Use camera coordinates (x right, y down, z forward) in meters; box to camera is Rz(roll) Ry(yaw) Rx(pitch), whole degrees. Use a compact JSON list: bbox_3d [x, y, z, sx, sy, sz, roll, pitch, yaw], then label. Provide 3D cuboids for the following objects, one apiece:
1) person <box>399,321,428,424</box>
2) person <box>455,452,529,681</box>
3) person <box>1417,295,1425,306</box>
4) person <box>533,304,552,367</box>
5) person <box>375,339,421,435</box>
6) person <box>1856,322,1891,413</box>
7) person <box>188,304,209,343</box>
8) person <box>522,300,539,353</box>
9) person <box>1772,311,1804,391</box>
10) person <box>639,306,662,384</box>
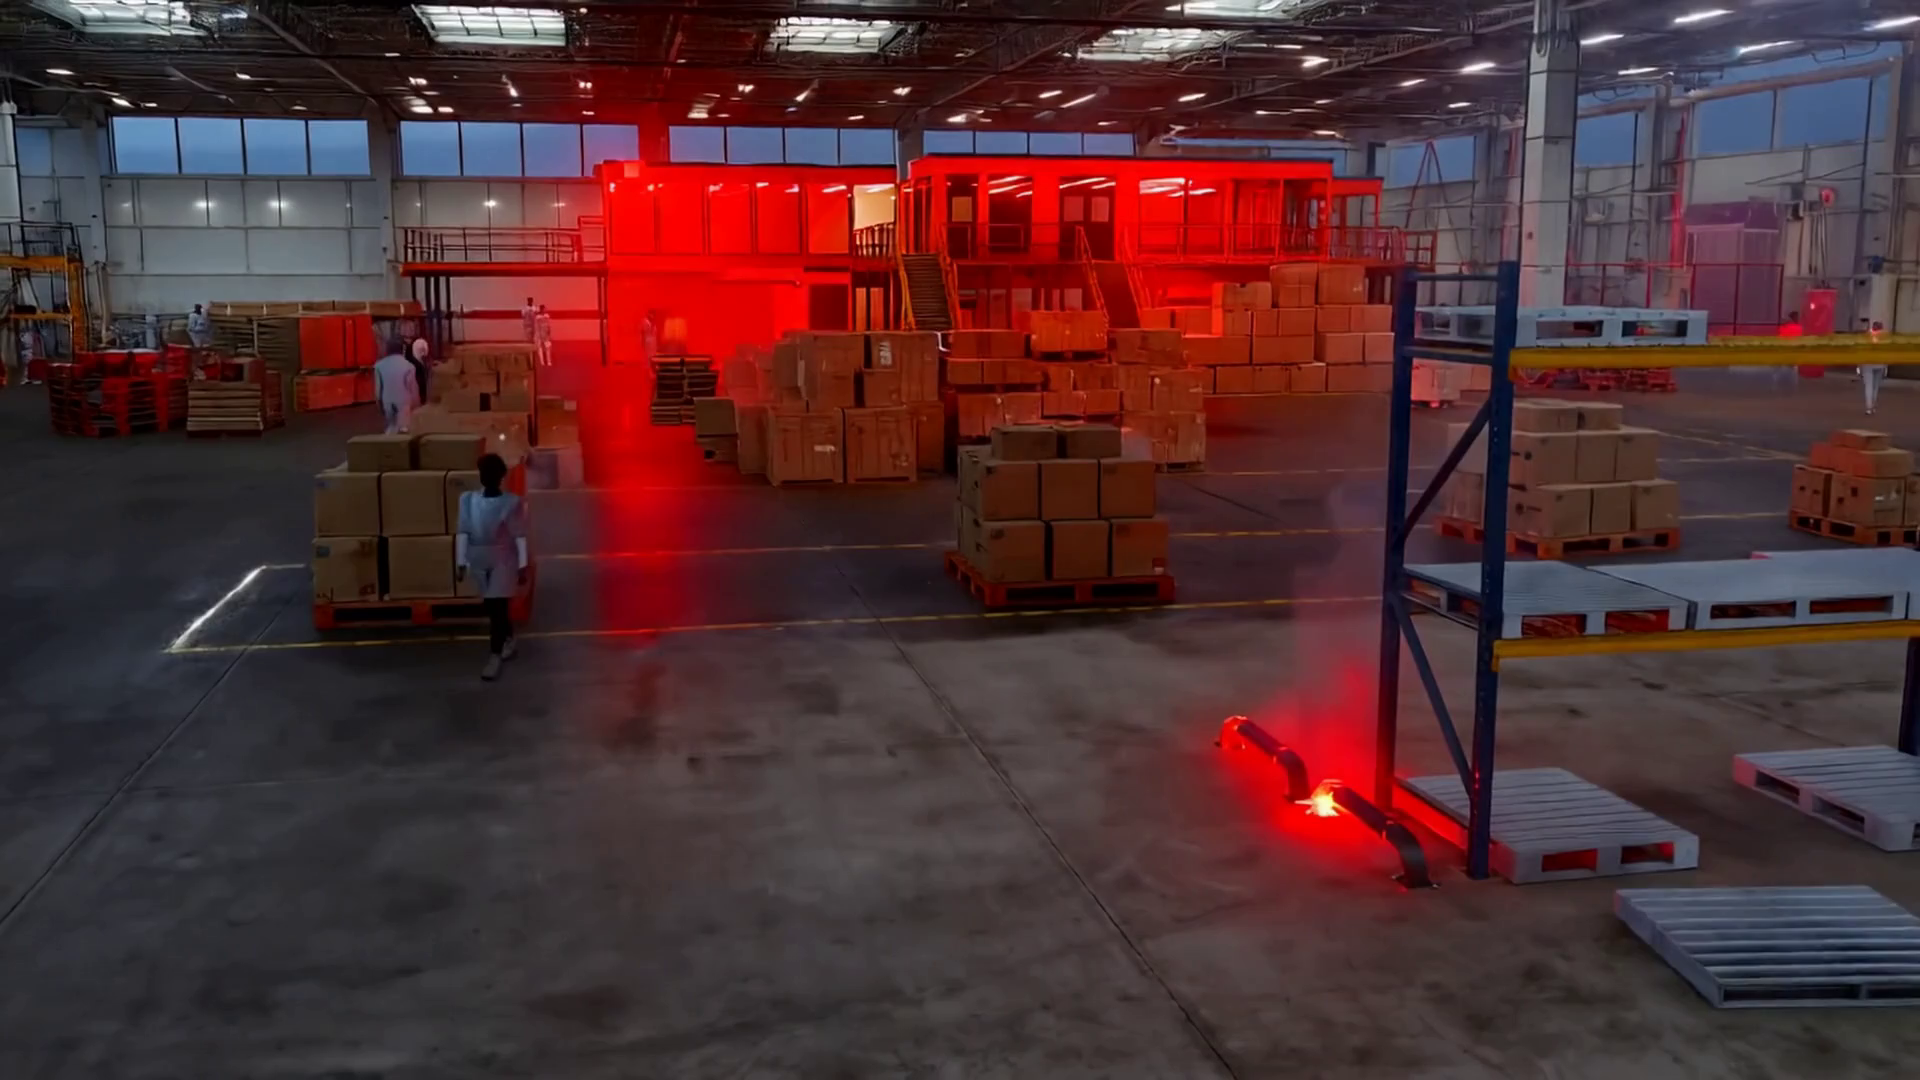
[{"bbox_3d":[-10.576,-3.266,32.087,0.680,2.000,1.050,-1,9,-7],"label":"person"},{"bbox_3d":[-3.451,0.150,12.404,0.519,1.660,0.843,1,9,9],"label":"person"},{"bbox_3d":[17.878,-8.616,64.992,0.628,1.931,0.458,0,9,1],"label":"person"},{"bbox_3d":[-12.598,-6.172,50.268,0.572,1.878,1.005,-4,10,-24],"label":"person"},{"bbox_3d":[-8.513,-2.083,25.231,0.641,1.922,0.464,2,9,11],"label":"person"},{"bbox_3d":[18.894,-3.556,34.379,0.595,1.873,0.988,3,10,18],"label":"person"},{"bbox_3d":[-23.181,-6.236,50.664,0.585,1.882,0.344,-2,10,-12],"label":"person"},{"bbox_3d":[-15.196,-7.527,58.584,0.609,1.876,1.057,-9,13,-44],"label":"person"},{"bbox_3d":[20.241,-4.606,40.585,0.988,1.944,0.637,-6,11,-31],"label":"person"},{"bbox_3d":[-8.003,-5.016,42.790,0.723,2.028,0.612,6,11,31],"label":"person"}]
